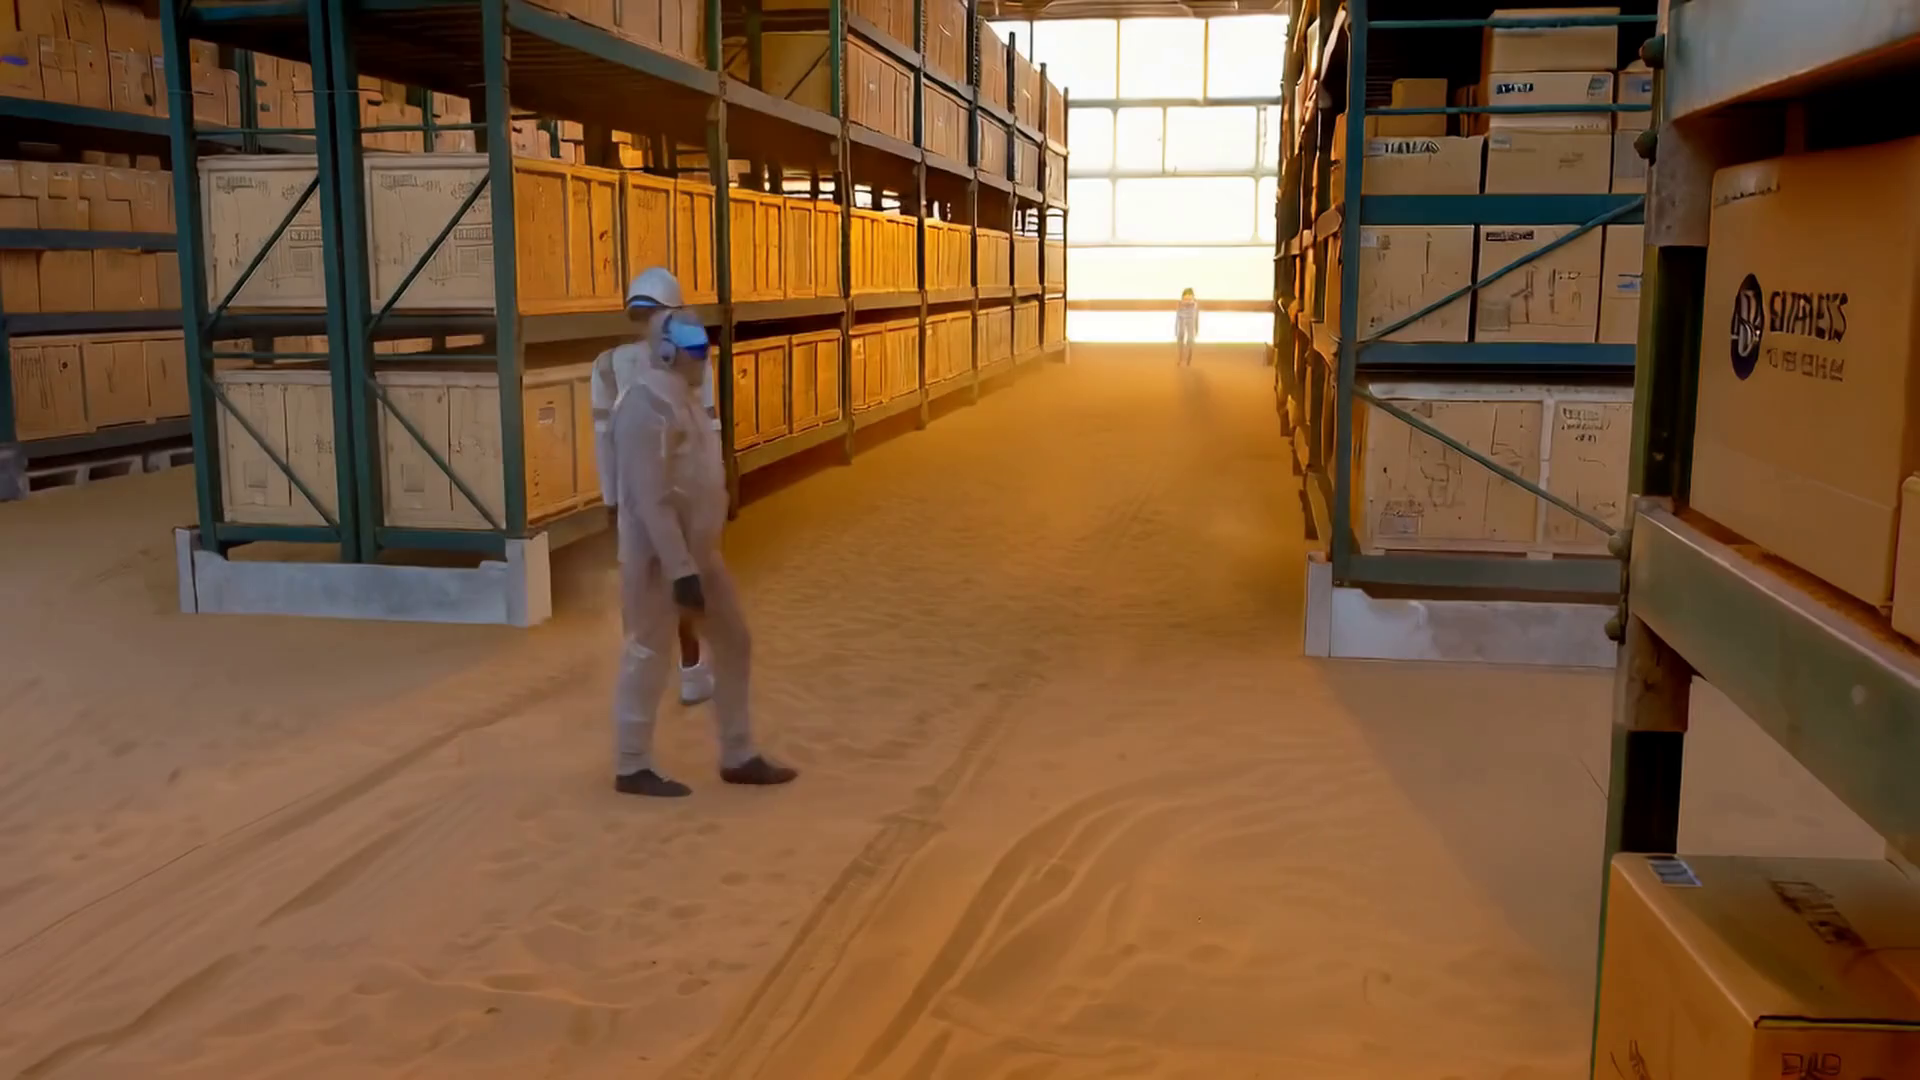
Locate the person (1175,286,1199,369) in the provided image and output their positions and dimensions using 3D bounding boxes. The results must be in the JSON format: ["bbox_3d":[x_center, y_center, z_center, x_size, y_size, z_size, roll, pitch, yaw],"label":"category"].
[{"bbox_3d":[4.714,-4.402,34.597,0.490,1.722,0.656,1,9,9],"label":"person"}]

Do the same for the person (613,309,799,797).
[{"bbox_3d":[-0.980,0.076,6.328,0.818,1.879,0.651,2,9,14],"label":"person"}]

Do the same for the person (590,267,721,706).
[{"bbox_3d":[-1.398,-0.239,7.760,0.608,2.044,0.374,1,9,8],"label":"person"}]
